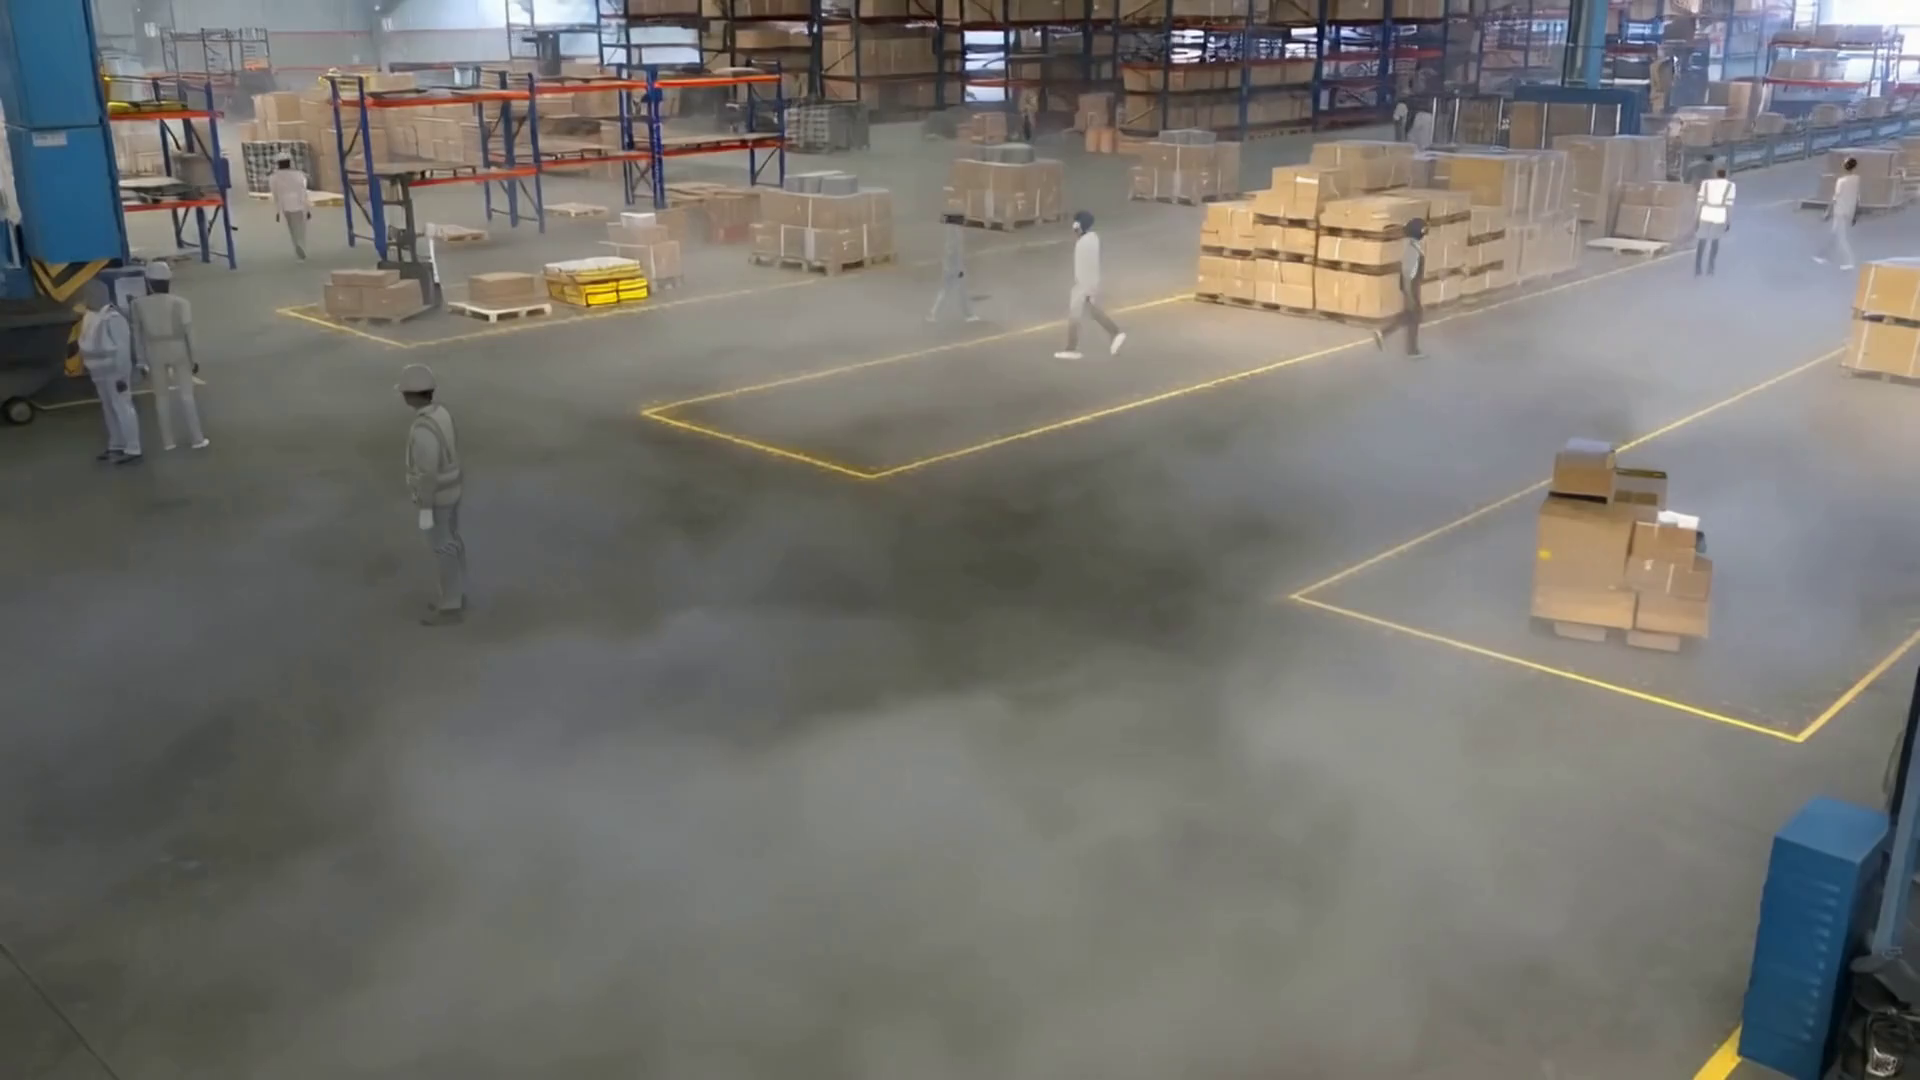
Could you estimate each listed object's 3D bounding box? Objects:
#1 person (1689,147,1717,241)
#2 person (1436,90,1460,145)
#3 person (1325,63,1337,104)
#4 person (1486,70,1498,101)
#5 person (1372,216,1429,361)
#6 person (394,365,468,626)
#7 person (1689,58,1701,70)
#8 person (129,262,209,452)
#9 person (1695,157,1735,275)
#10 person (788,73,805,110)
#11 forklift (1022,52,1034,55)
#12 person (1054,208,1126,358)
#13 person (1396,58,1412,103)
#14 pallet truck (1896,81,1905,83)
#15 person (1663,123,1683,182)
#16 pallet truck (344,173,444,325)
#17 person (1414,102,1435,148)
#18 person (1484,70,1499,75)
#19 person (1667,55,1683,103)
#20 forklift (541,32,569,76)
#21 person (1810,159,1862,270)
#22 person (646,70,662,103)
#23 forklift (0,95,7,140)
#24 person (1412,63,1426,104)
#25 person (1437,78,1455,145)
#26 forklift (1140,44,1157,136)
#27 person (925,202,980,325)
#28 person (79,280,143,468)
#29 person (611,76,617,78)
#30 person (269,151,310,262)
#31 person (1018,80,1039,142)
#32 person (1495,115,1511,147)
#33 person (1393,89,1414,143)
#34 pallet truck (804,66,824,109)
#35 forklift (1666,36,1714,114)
[{"bbox_3d":[13.901,-6.444,31.005,0.542,1.712,0.903,-2,18,-6],"label":"person"},{"bbox_3d":[14.316,-12.251,48.516,0.934,1.716,0.526,-10,21,-28],"label":"person"},{"bbox_3d":[15.119,-18.570,67.704,0.401,1.620,0.500,13,23,35],"label":"person"},{"bbox_3d":[21.904,-19.005,68.634,0.685,1.923,0.527,-9,21,-26],"label":"person"},{"bbox_3d":[5.621,-3.168,20.977,0.653,1.828,0.512,6,19,18],"label":"person"},{"bbox_3d":[-3.871,-0.330,12.232,0.402,1.949,0.605,-1,18,-3],"label":"person"},{"bbox_3d":[31.881,-20.099,72.248,0.553,1.648,0.857,16,24,39],"label":"person"},{"bbox_3d":[-8.014,-1.845,16.837,0.587,1.922,0.383,-3,19,-9],"label":"person"},{"bbox_3d":[12.272,-5.257,27.121,0.544,1.922,0.732,12,22,31],"label":"person"},{"bbox_3d":[-5.451,-14.727,55.823,0.686,1.811,0.599,-12,22,-32],"label":"person"},{"bbox_3d":[3.111,-22.046,76.203,1.873,2.768,1.129,8,20,23],"label":"forklift"},{"bbox_3d":[1.660,-3.234,21.042,0.829,1.919,0.634,3,19,8],"label":"person"},{"bbox_3d":[18.204,-18.888,68.216,0.644,1.905,0.400,8,20,21],"label":"person"},{"bbox_3d":[34.802,-16.331,61.455,0.653,1.274,1.630,17,25,41],"label":"pallet truck"},{"bbox_3d":[15.809,-8.388,36.920,0.323,1.689,0.536,-3,19,-8],"label":"person"},{"bbox_3d":[-8.209,-4.181,23.757,0.823,1.965,1.885,3,19,9],"label":"pallet truck"},{"bbox_3d":[12.555,-11.021,44.955,0.516,1.615,0.360,-2,19,-7],"label":"person"},{"bbox_3d":[22.910,-20.111,71.695,0.605,2.035,0.392,7,20,21],"label":"person"},{"bbox_3d":[29.487,-18.983,68.481,0.649,1.919,0.556,-17,25,-42],"label":"person"},{"bbox_3d":[-16.572,-19.228,67.712,1.129,2.768,1.873,17,25,41],"label":"forklift"},{"bbox_3d":[14.812,-5.470,27.938,0.523,1.818,0.981,-7,20,-21],"label":"person"},{"bbox_3d":[-10.366,-14.975,56.425,0.590,1.909,0.386,7,19,19],"label":"person"},{"bbox_3d":[-29.721,-13.726,51.136,1.129,2.768,1.873,13,23,35],"label":"forklift"},{"bbox_3d":[18.757,-18.646,67.906,0.535,1.656,0.901,11,21,30],"label":"person"},{"bbox_3d":[14.403,-12.666,49.322,0.622,1.997,0.371,-14,23,-37],"label":"person"},{"bbox_3d":[6.008,-14.505,53.483,1.129,2.768,1.873,17,25,41],"label":"forklift"},{"bbox_3d":[-0.121,-3.866,23.270,0.864,1.707,0.486,-15,24,-38],"label":"person"},{"bbox_3d":[-8.365,-1.637,16.340,0.624,1.844,0.429,14,23,37],"label":"person"},{"bbox_3d":[-11.919,-15.232,57.632,0.315,1.629,0.509,-17,25,-42],"label":"person"},{"bbox_3d":[-11.441,-5.684,28.456,0.590,1.894,0.590,-6,19,-19],"label":"person"},{"bbox_3d":[2.102,-13.221,51.223,0.653,1.855,0.420,-1,18,-3],"label":"person"},{"bbox_3d":[11.960,-8.420,36.726,0.521,1.874,0.327,-17,25,-42],"label":"person"},{"bbox_3d":[11.609,-10.786,43.590,0.536,2.000,0.677,2,18,6],"label":"person"},{"bbox_3d":[-4.812,-15.182,56.903,0.823,1.965,1.885,-9,21,-26],"label":"pallet truck"},{"bbox_3d":[27.341,-17.291,61.877,1.129,2.768,1.873,17,25,41],"label":"forklift"}]
